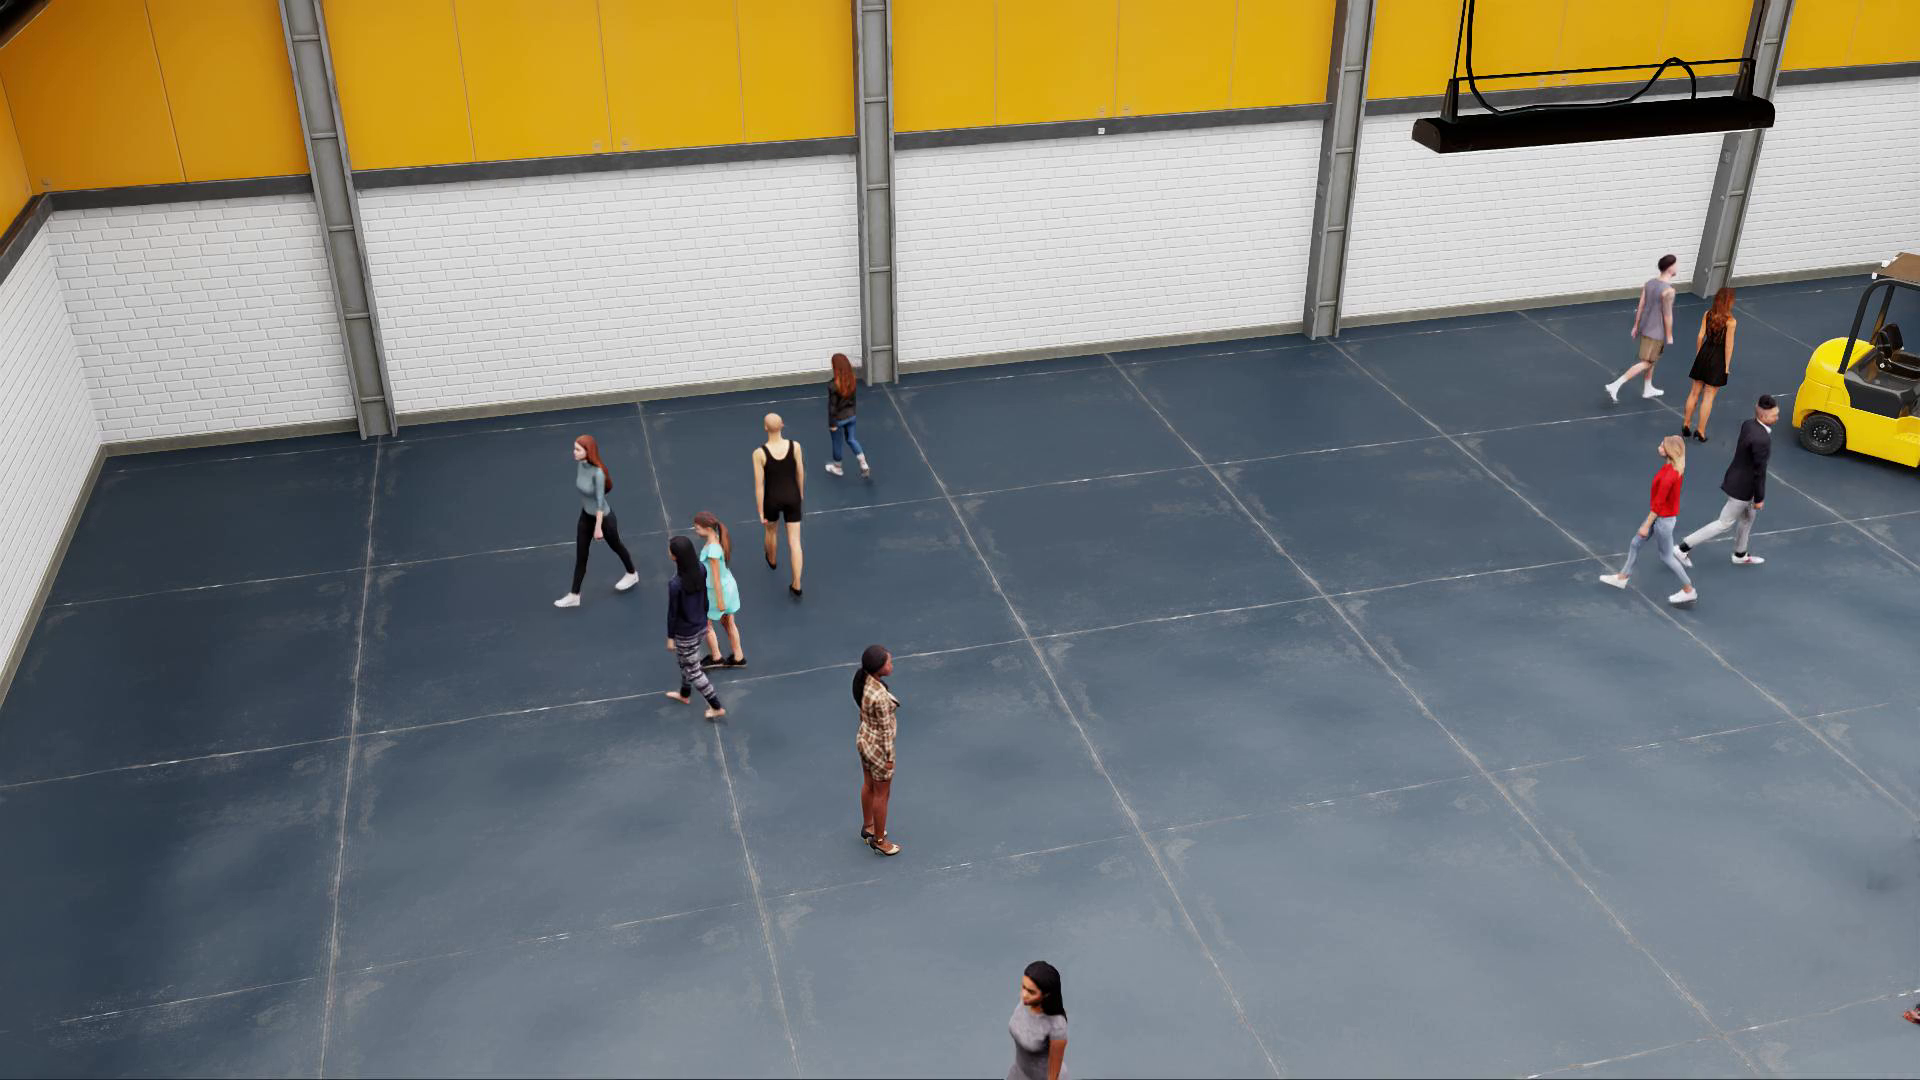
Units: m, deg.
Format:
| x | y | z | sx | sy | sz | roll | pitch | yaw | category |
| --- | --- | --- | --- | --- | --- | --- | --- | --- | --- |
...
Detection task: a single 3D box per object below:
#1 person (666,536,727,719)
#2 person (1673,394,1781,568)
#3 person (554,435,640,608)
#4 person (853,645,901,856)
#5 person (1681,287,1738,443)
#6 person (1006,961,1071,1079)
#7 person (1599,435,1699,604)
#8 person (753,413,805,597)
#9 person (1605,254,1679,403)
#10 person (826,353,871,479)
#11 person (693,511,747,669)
| x | y | z | sx | sy | sz | roll | pitch | yaw | category |
| --- | --- | --- | --- | --- | --- | --- | --- | --- | --- |
| -2.227 | 0.756 | 13.962 | 1.020 | 1.714 | 0.961 | 15 | 32 | 25 | person |
| 7.494 | -0.542 | 16.142 | 1.300 | 1.906 | 1.037 | 4 | 29 | 7 | person |
| -3.351 | -0.194 | 15.732 | 1.218 | 1.688 | 0.952 | -23 | 36 | -36 | person |
| -0.623 | 1.564 | 12.400 | 0.594 | 1.792 | 0.622 | -13 | 31 | -22 | person |
| 8.510 | -1.989 | 18.869 | 0.622 | 1.835 | 0.640 | -17 | 33 | -28 | person |
| 0.541 | 3.115 | 9.619 | 1.190 | 1.733 | 0.895 | -20 | 34 | -32 | person |
| 6.698 | -0.149 | 15.675 | 1.171 | 1.664 | 1.091 | 14 | 32 | 24 | person |
| -1.666 | -0.307 | 15.852 | 1.072 | 1.771 | 0.712 | -8 | 30 | -15 | person |
| 8.111 | -2.463 | 19.659 | 1.123 | 1.822 | 0.671 | -6 | 29 | -10 | person |
| -1.220 | -1.331 | 18.040 | 0.869 | 1.473 | 0.882 | 25 | 37 | 38 | person |
| -2.044 | 0.457 | 14.703 | 0.761 | 1.530 | 0.684 | 1 | 29 | 1 | person |
